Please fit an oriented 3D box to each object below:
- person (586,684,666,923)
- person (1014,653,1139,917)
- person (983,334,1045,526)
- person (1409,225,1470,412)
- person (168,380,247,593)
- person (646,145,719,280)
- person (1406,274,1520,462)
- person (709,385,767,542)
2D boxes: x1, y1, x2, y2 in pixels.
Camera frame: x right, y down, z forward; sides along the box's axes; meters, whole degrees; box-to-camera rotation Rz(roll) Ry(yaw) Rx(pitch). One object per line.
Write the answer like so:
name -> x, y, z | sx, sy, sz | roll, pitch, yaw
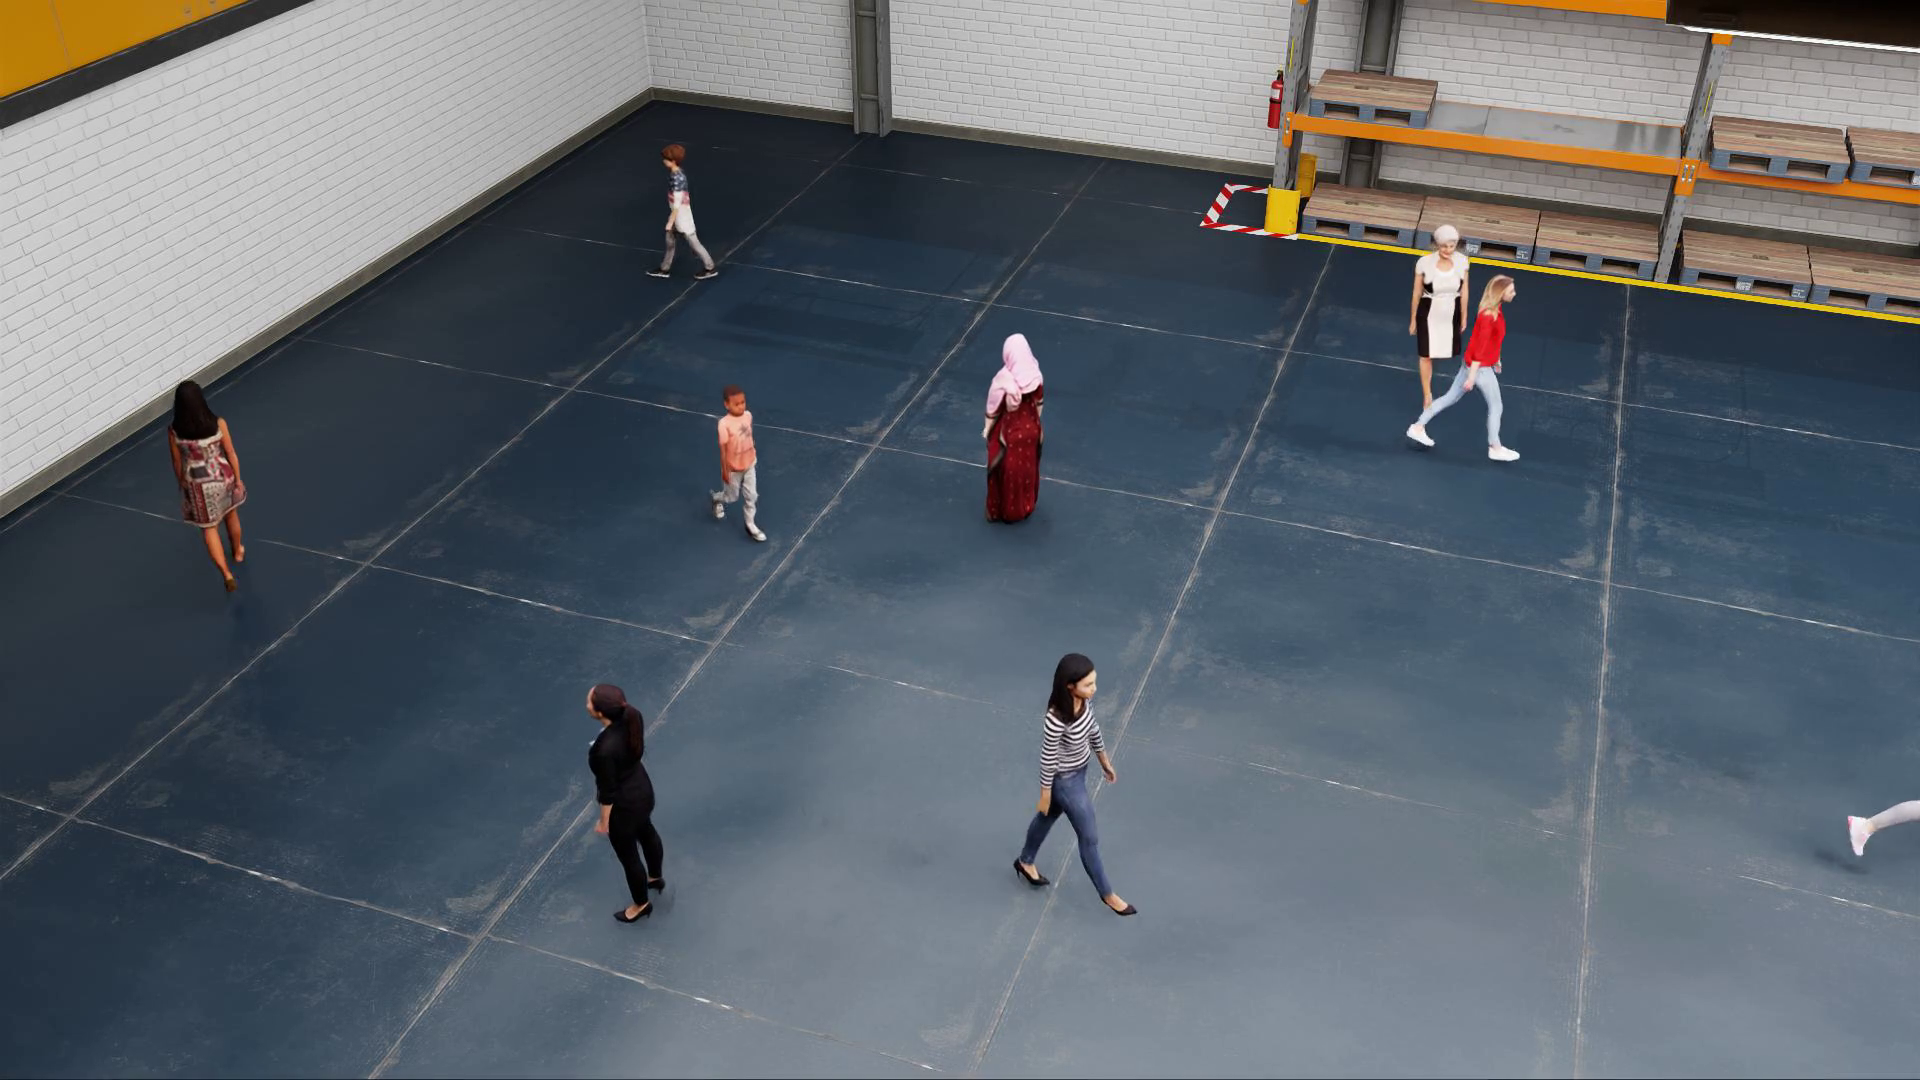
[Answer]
person -> -1.873, 1.481, 9.358 | 0.559, 1.661, 0.610 | 9, 35, 13
person -> 0.517, 1.349, 9.467 | 1.019, 1.760, 0.607 | 12, 36, 18
person -> 0.422, -0.844, 12.877 | 0.761, 1.637, 0.817 | -15, 37, -22
person -> 4.143, -1.958, 14.465 | 0.900, 1.735, 0.872 | -1, 34, -1
person -> -5.501, -0.379, 12.190 | 1.053, 1.623, 1.118 | -15, 36, -21
person -> -2.734, -3.261, 16.722 | 1.001, 1.405, 0.850 | -8, 35, -12
person -> 4.186, -1.420, 13.729 | 1.186, 1.653, 0.697 | 8, 34, 11
person -> -1.754, -0.623, 12.852 | 0.707, 1.296, 0.865 | -25, 41, -33
